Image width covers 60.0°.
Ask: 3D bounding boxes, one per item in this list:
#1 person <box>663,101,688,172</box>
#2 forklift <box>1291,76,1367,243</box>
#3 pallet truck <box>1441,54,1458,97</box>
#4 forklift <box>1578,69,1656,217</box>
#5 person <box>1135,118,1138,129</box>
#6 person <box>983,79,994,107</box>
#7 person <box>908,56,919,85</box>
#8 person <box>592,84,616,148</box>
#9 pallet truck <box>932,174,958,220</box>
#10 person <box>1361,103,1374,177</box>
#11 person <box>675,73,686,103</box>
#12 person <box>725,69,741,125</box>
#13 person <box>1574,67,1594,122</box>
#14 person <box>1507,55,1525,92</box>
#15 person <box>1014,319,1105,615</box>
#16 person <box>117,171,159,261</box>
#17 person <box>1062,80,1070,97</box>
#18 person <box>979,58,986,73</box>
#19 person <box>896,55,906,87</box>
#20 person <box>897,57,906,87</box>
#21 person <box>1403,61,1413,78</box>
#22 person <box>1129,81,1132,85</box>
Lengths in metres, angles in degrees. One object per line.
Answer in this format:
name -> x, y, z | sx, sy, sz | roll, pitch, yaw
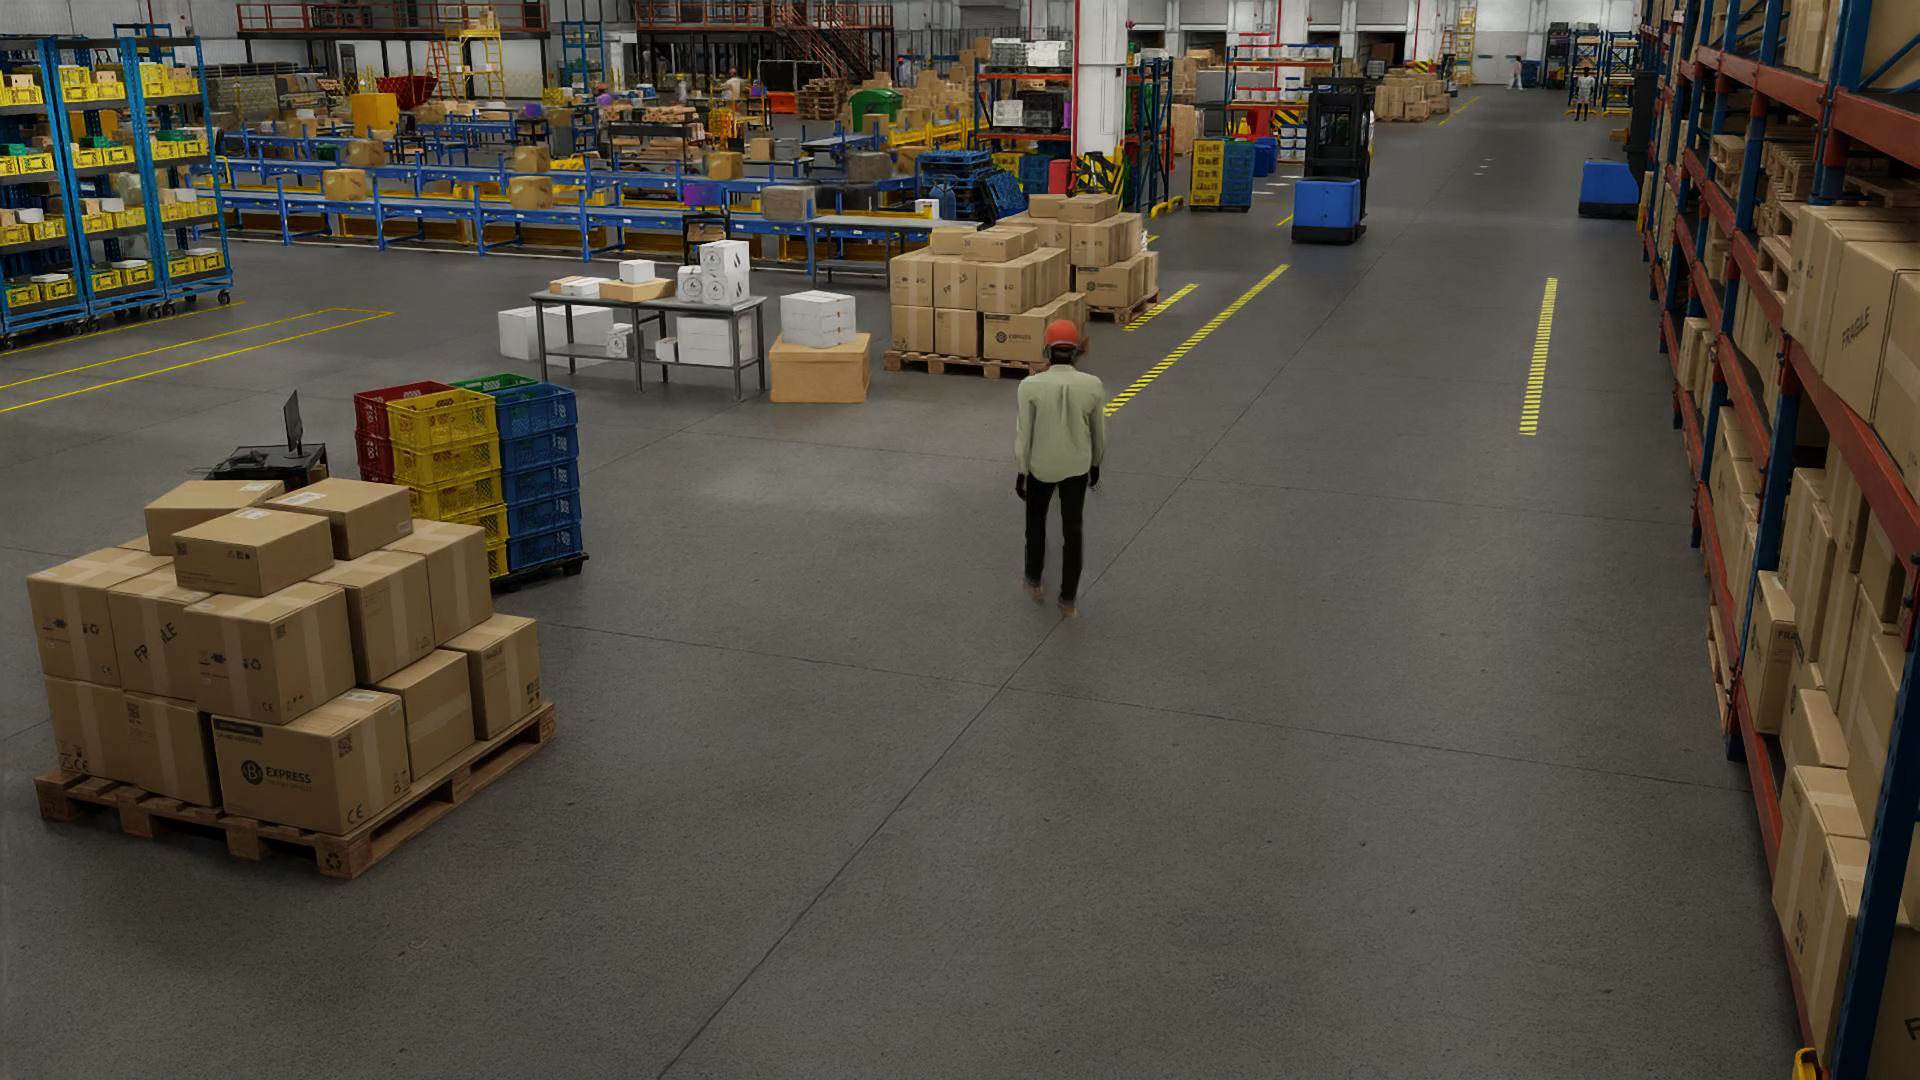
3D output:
person -> -6.689, -9.437, 39.420 | 0.687, 1.882, 0.654 | -3, 18, -8
forklift -> 6.598, -6.755, 29.381 | 1.129, 2.768, 1.873 | 6, 19, 19
pallet truck -> 22.765, -21.886, 78.355 | 0.823, 1.965, 1.885 | -4, 18, -14
forklift -> 13.219, -7.740, 32.475 | 1.873, 2.768, 1.129 | 6, 19, 18
person -> 3.901, -9.502, 39.387 | 0.417, 2.031, 0.710 | -16, 23, -40
person -> 1.076, -16.653, 62.406 | 0.505, 1.692, 0.916 | 14, 23, 38
person -> -2.219, -22.484, 80.496 | 0.577, 1.848, 0.934 | 3, 18, 8
person -> -10.434, -12.404, 48.757 | 1.008, 1.884, 0.551 | 15, 23, 40
pallet truck -> -0.507, -5.292, 27.348 | 0.653, 1.274, 1.630 | 6, 19, 19
person -> 9.883, -9.839, 40.600 | 0.366, 1.935, 0.552 | 0, 18, 0
person -> -9.990, -15.749, 59.391 | 0.421, 1.801, 0.625 | -7, 19, -21
person -> -8.044, -15.700, 59.016 | 1.023, 1.947, 0.622 | 14, 22, 37
person -> 22.957, -16.400, 61.171 | 0.608, 1.965, 0.365 | 11, 21, 31
person -> 27.878, -23.342, 83.283 | 0.635, 1.794, 0.984 | -12, 21, -34
person -> 0.659, -0.528, 11.303 | 0.654, 1.955, 0.885 | -3, 18, -8
person -> -13.061, -5.277, 26.517 | 0.937, 1.776, 0.617 | 0, 18, 0
person -> 3.813, -15.412, 58.654 | 0.769, 1.609, 0.516 | 7, 19, 21
person -> 1.061, -21.225, 76.490 | 0.595, 1.869, 0.597 | -12, 21, -32
person -> -2.943, -23.188, 82.703 | 0.507, 1.841, 0.351 | -3, 18, -9
person -> -2.653, -20.768, 74.965 | 0.447, 1.918, 0.581 | -7, 19, -22
person -> 18.547, -18.896, 69.084 | 0.561, 1.924, 0.407 | -13, 22, -35
person -> 8.621, -24.117, 85.512 | 0.625, 1.920, 0.884 | -2, 18, -5
